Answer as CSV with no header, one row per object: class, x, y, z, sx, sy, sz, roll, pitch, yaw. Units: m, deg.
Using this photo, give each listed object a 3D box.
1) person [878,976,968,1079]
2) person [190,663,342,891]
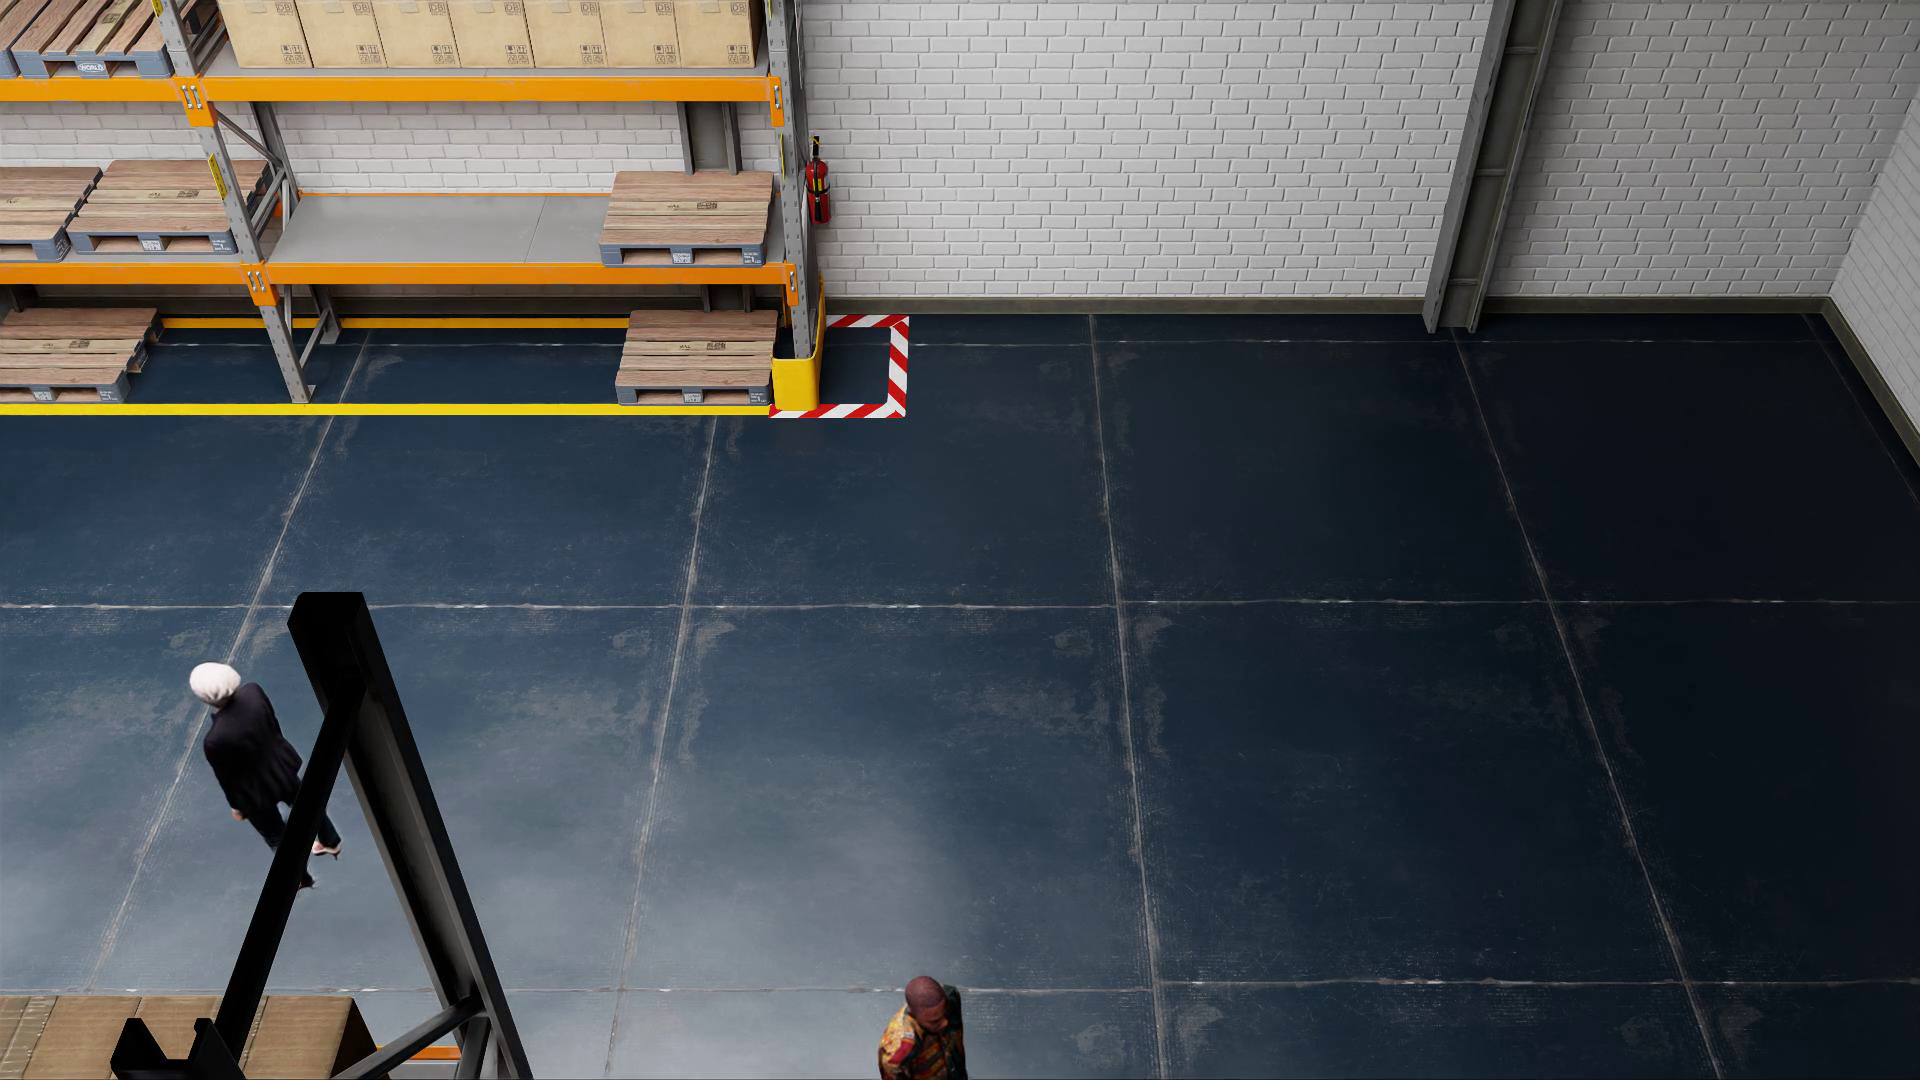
person,-0.166,2.611,7.948,0.858,1.806,0.825,26,49,25
person,-3.627,1.211,8.705,0.686,1.780,0.781,11,45,12
